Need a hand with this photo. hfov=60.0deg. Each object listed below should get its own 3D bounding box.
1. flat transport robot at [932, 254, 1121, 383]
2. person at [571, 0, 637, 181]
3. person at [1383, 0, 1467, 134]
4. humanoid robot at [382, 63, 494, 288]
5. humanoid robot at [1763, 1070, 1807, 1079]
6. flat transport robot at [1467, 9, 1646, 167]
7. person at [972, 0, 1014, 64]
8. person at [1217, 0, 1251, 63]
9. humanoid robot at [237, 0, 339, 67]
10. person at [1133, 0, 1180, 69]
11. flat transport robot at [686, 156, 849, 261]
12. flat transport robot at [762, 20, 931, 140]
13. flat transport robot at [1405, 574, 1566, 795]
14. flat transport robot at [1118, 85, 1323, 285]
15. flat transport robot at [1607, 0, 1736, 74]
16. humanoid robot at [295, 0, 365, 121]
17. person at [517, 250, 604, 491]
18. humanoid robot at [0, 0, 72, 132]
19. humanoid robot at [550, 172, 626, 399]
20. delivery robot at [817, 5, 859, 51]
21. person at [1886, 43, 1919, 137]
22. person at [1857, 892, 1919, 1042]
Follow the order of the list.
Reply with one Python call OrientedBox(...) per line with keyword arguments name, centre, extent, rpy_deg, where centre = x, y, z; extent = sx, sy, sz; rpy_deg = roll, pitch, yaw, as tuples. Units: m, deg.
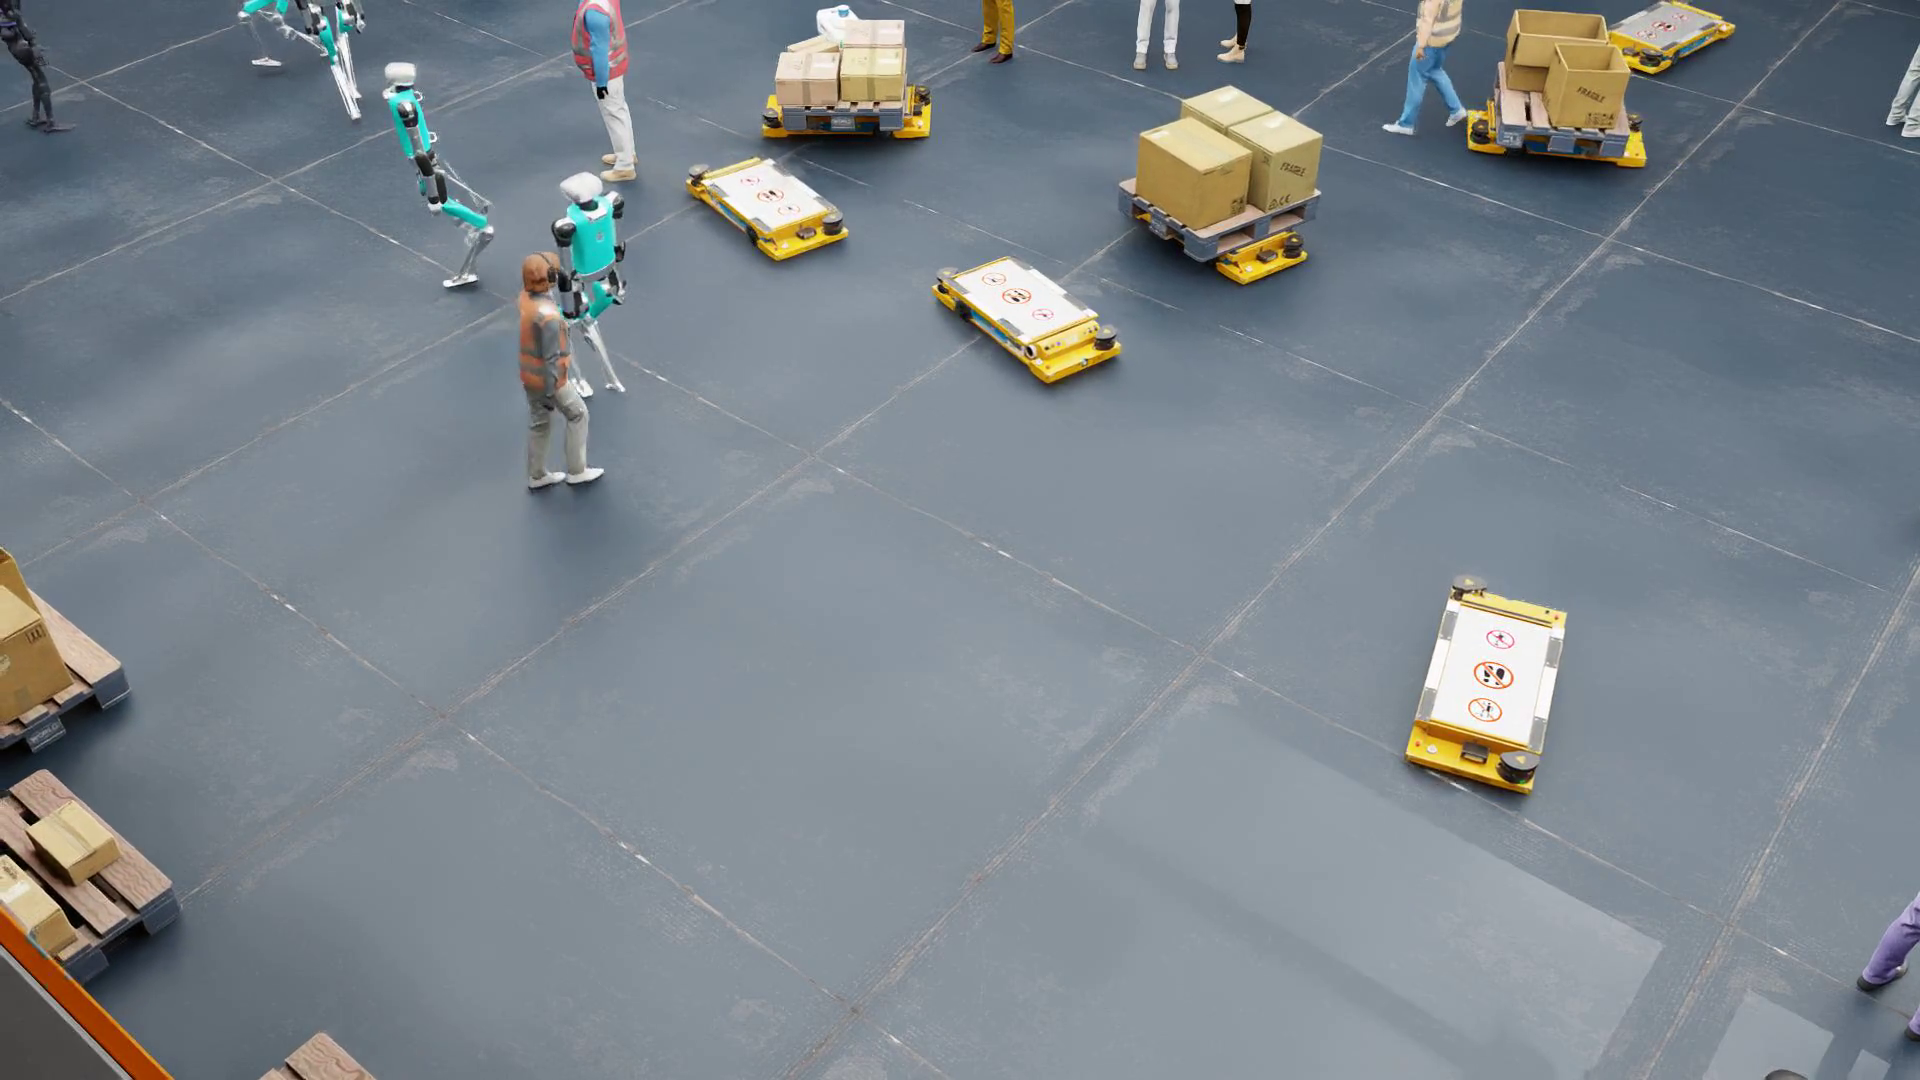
OrientedBox(name="flat transport robot", centre=(0.462, -1.633, 11.999), extent=(0.659, 0.231, 1.431), rpy_deg=(-24, 46, -26))
OrientedBox(name="person", centre=(-2.863, -3.774, 13.316), extent=(0.431, 1.838, 0.629), rpy_deg=(-4, 41, -4))
OrientedBox(name="person", centre=(4.022, -4.197, 13.901), extent=(0.541, 1.715, 0.551), rpy_deg=(27, 47, 28))
OrientedBox(name="humanoid robot", centre=(-3.656, -2.567, 12.050), extent=(0.699, 1.897, 0.552), rpy_deg=(-17, 43, -19))
OrientedBox(name="humanoid robot", centre=(2.847, 2.469, 6.108), extent=(0.602, 1.624, 0.720), rpy_deg=(-32, 50, -32))
OrientedBox(name="flat transport robot", centre=(5.071, -3.472, 14.163), extent=(1.431, 0.231, 0.659), rpy_deg=(8, 41, 9))
OrientedBox(name="person", centre=(0.317, -5.216, 15.074), extent=(0.344, 1.750, 0.528), rpy_deg=(-24, 46, -25))
OrientedBox(name="person", centre=(2.570, -5.192, 15.079), extent=(0.318, 1.699, 0.535), rpy_deg=(10, 41, 11))
OrientedBox(name="humanoid robot", centre=(-6.211, -5.022, 14.876), extent=(1.039, 1.750, 0.549), rpy_deg=(-17, 43, -19))
OrientedBox(name="person", centre=(1.848, -5.154, 14.894), extent=(0.574, 1.885, 0.361), rpy_deg=(1, 40, 1))
OrientedBox(name="flat transport robot", centre=(-1.548, -2.674, 13.223), extent=(0.659, 0.231, 1.431), rpy_deg=(-25, 46, -27))
OrientedBox(name="flat transport robot", centre=(-0.975, -3.729, 14.464), extent=(1.431, 0.231, 0.659), rpy_deg=(0, 40, 0))
OrientedBox(name="flat transport robot", centre=(2.926, 0.767, 9.176), extent=(0.659, 0.231, 1.431), rpy_deg=(15, 43, 17))
OrientedBox(name="flat transport robot", centre=(1.980, -2.458, 12.969), extent=(0.659, 0.231, 1.431), rpy_deg=(-24, 46, -26))
OrientedBox(name="flat transport robot", centre=(6.649, -4.765, 15.683), extent=(1.431, 0.231, 0.659), rpy_deg=(-29, 48, -30))
OrientedBox(name="humanoid robot", centre=(-5.403, -4.490, 14.223), extent=(0.552, 1.765, 0.914), rpy_deg=(-23, 46, -25))
OrientedBox(name="person", centre=(-2.544, -1.008, 10.224), extent=(0.564, 1.605, 0.529), rpy_deg=(-26, 47, -28))
OrientedBox(name="humanoid robot", centre=(-7.923, -4.238, 13.986), extent=(0.354, 1.658, 0.603), rpy_deg=(-24, 46, -26))
OrientedBox(name="humanoid robot", centre=(-2.524, -1.658, 10.898), extent=(0.813, 1.765, 0.543), rpy_deg=(28, 48, 29))
OrientedBox(name="delivery robot", centre=(-1.058, -4.582, 15.253), extent=(0.524, 0.602, 0.774), rpy_deg=(-14, 42, -16))
OrientedBox(name="person", centre=(8.261, -4.210, 13.903), extent=(0.321, 1.729, 0.490), rpy_deg=(-10, 41, -12))
OrientedBox(name="person", centre=(4.380, 1.465, 7.148), extent=(0.380, 1.836, 0.559), rpy_deg=(-13, 42, -15))
